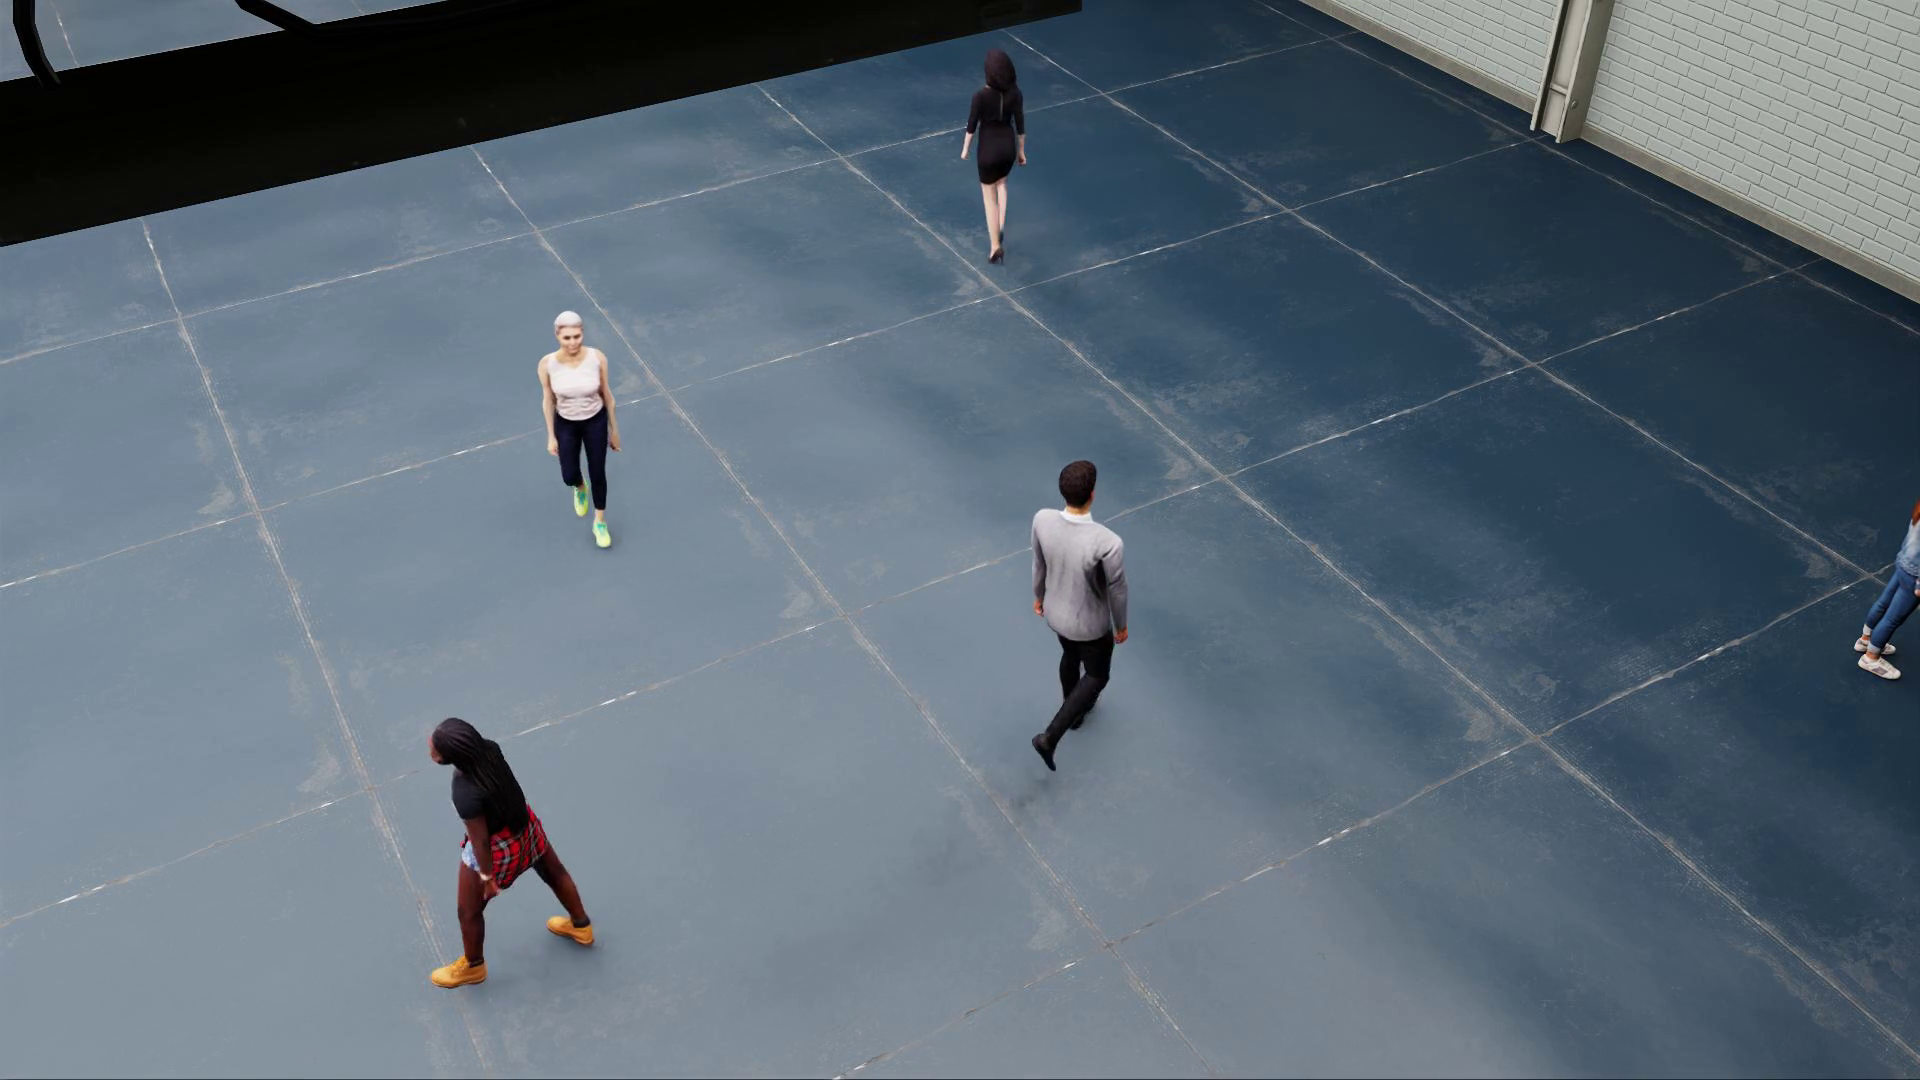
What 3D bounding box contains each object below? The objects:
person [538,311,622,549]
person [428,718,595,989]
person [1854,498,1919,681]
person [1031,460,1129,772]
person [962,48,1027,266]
[{"bbox_3d":[-2.465,-0.772,10.793,0.715,1.697,0.825,-10,39,-13],"label":"person"},{"bbox_3d":[-2.110,1.478,7.931,1.026,1.681,1.022,9,39,11],"label":"person"},{"bbox_3d":[5.626,0.150,9.794,0.681,1.476,0.635,12,40,15],"label":"person"},{"bbox_3d":[0.610,0.436,9.078,1.090,1.907,1.028,26,45,29],"label":"person"},{"bbox_3d":[0.344,-3.102,13.701,0.652,1.785,0.671,-19,42,-23],"label":"person"}]
